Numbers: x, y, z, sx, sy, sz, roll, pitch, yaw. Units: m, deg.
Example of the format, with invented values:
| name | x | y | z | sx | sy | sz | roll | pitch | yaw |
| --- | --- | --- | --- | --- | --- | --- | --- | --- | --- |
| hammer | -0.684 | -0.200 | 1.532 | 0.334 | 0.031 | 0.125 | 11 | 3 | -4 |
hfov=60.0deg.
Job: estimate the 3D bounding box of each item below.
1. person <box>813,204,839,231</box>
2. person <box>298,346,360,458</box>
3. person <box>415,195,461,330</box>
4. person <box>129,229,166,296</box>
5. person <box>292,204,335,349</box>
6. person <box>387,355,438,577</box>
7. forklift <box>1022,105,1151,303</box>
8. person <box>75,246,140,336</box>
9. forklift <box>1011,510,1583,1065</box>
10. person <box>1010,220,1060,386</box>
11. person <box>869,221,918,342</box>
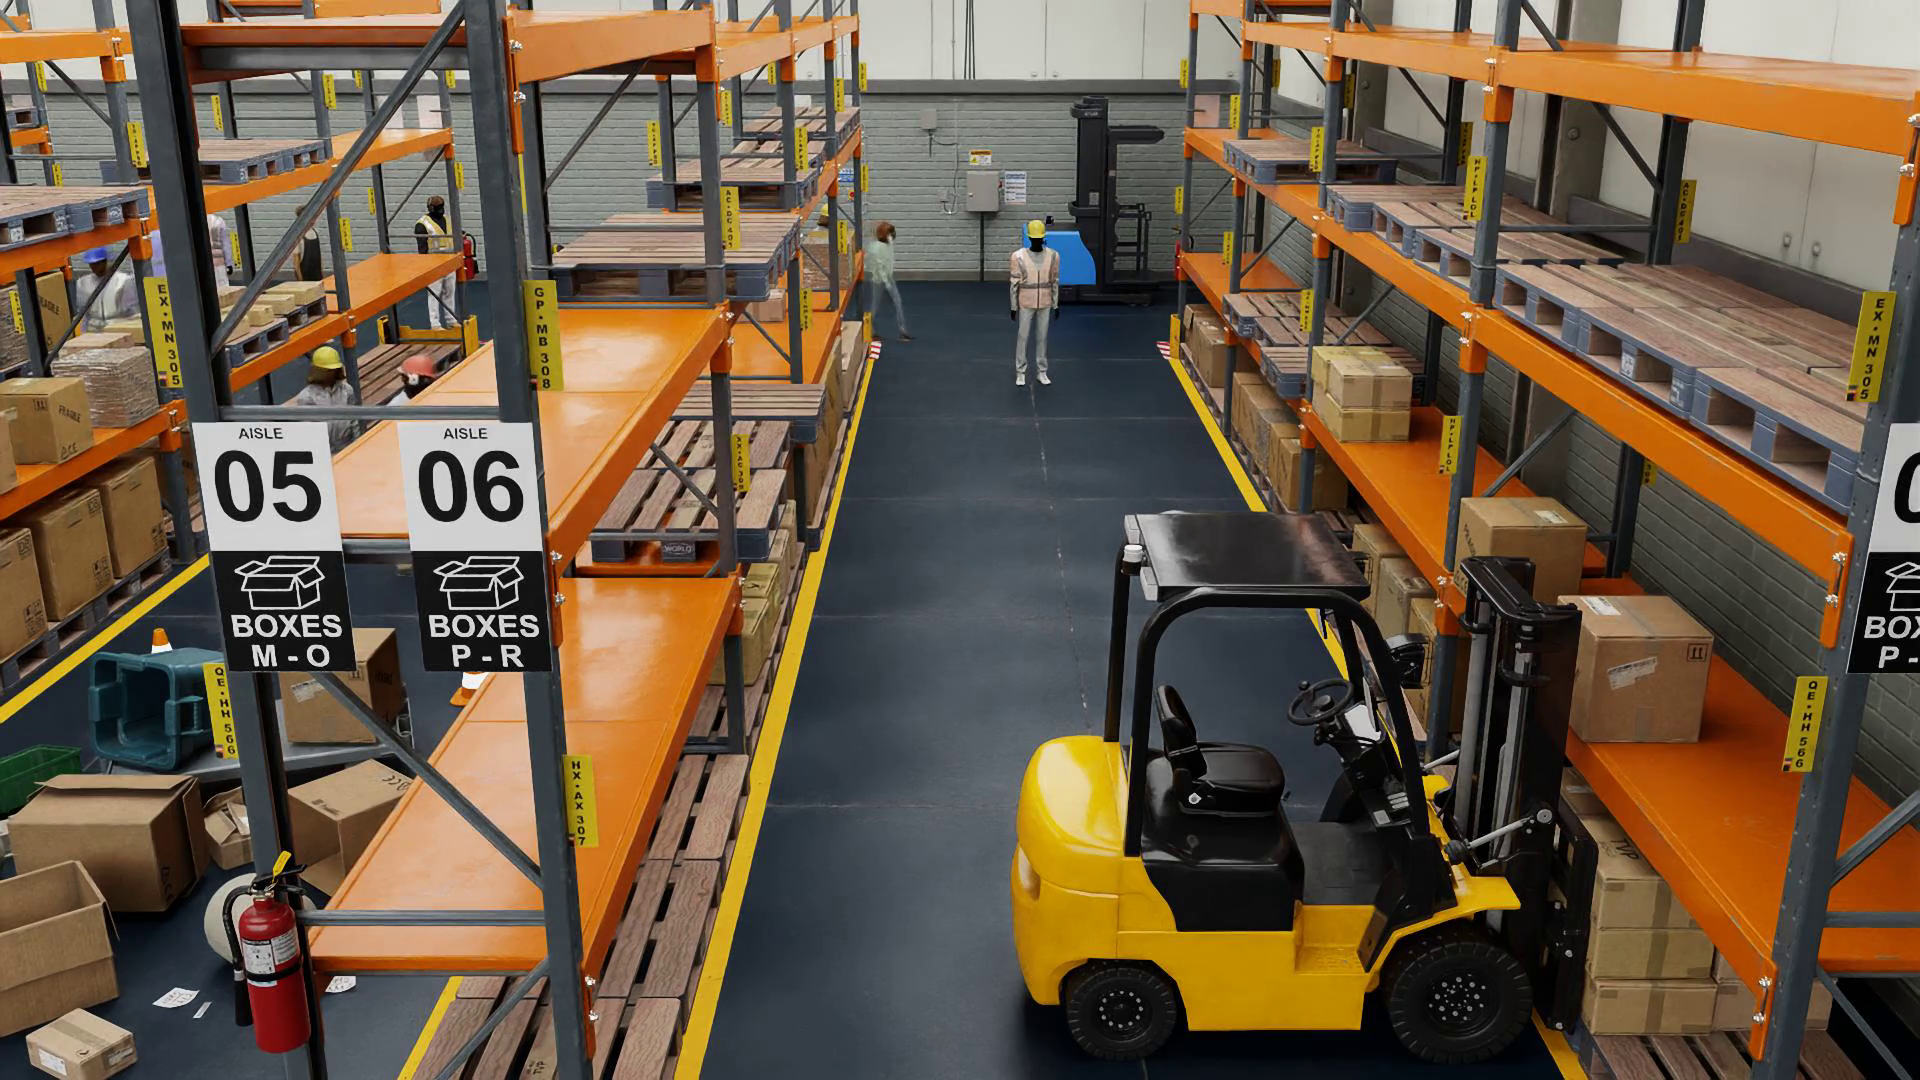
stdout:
| name | x | y | z | sx | sy | sz | roll | pitch | yaw |
| --- | --- | --- | --- | --- | --- | --- | --- | --- | --- |
| person | -1.750 | -3.624 | 22.252 | 0.487 | 1.737 | 0.342 | -12 | 22 | -33 |
| person | -5.044 | -0.708 | 13.432 | 0.322 | 1.738 | 0.487 | 15 | 23 | 37 |
| person | -6.956 | -3.693 | 22.305 | 0.430 | 1.836 | 0.628 | 11 | 21 | 30 |
| person | -10.100 | -3.286 | 20.961 | 0.668 | 1.898 | 0.489 | -11 | 21 | -30 |
| person | -8.356 | -3.391 | 21.371 | 0.338 | 1.845 | 0.508 | 5 | 19 | 16 |
| person | -4.255 | -0.595 | 13.094 | 0.346 | 1.737 | 0.580 | 7 | 20 | 20 |
| forklift | 1.857 | -4.944 | 24.441 | 1.873 | 2.768 | 1.129 | 0 | 18 | 0 |
| person | -8.952 | -2.166 | 17.527 | 0.642 | 1.930 | 0.444 | -2 | 18 | -5 |
| forklift | 1.387 | 1.055 | 7.378 | 2.313 | 2.155 | 1.214 | 0 | 18 | 0 |
| person | 0.876 | -2.741 | 19.274 | 0.594 | 1.924 | 0.383 | -4 | 19 | -12 |
| person | -0.902 | -3.335 | 21.589 | 0.779 | 1.594 | 0.513 | 9 | 20 | 25 |
